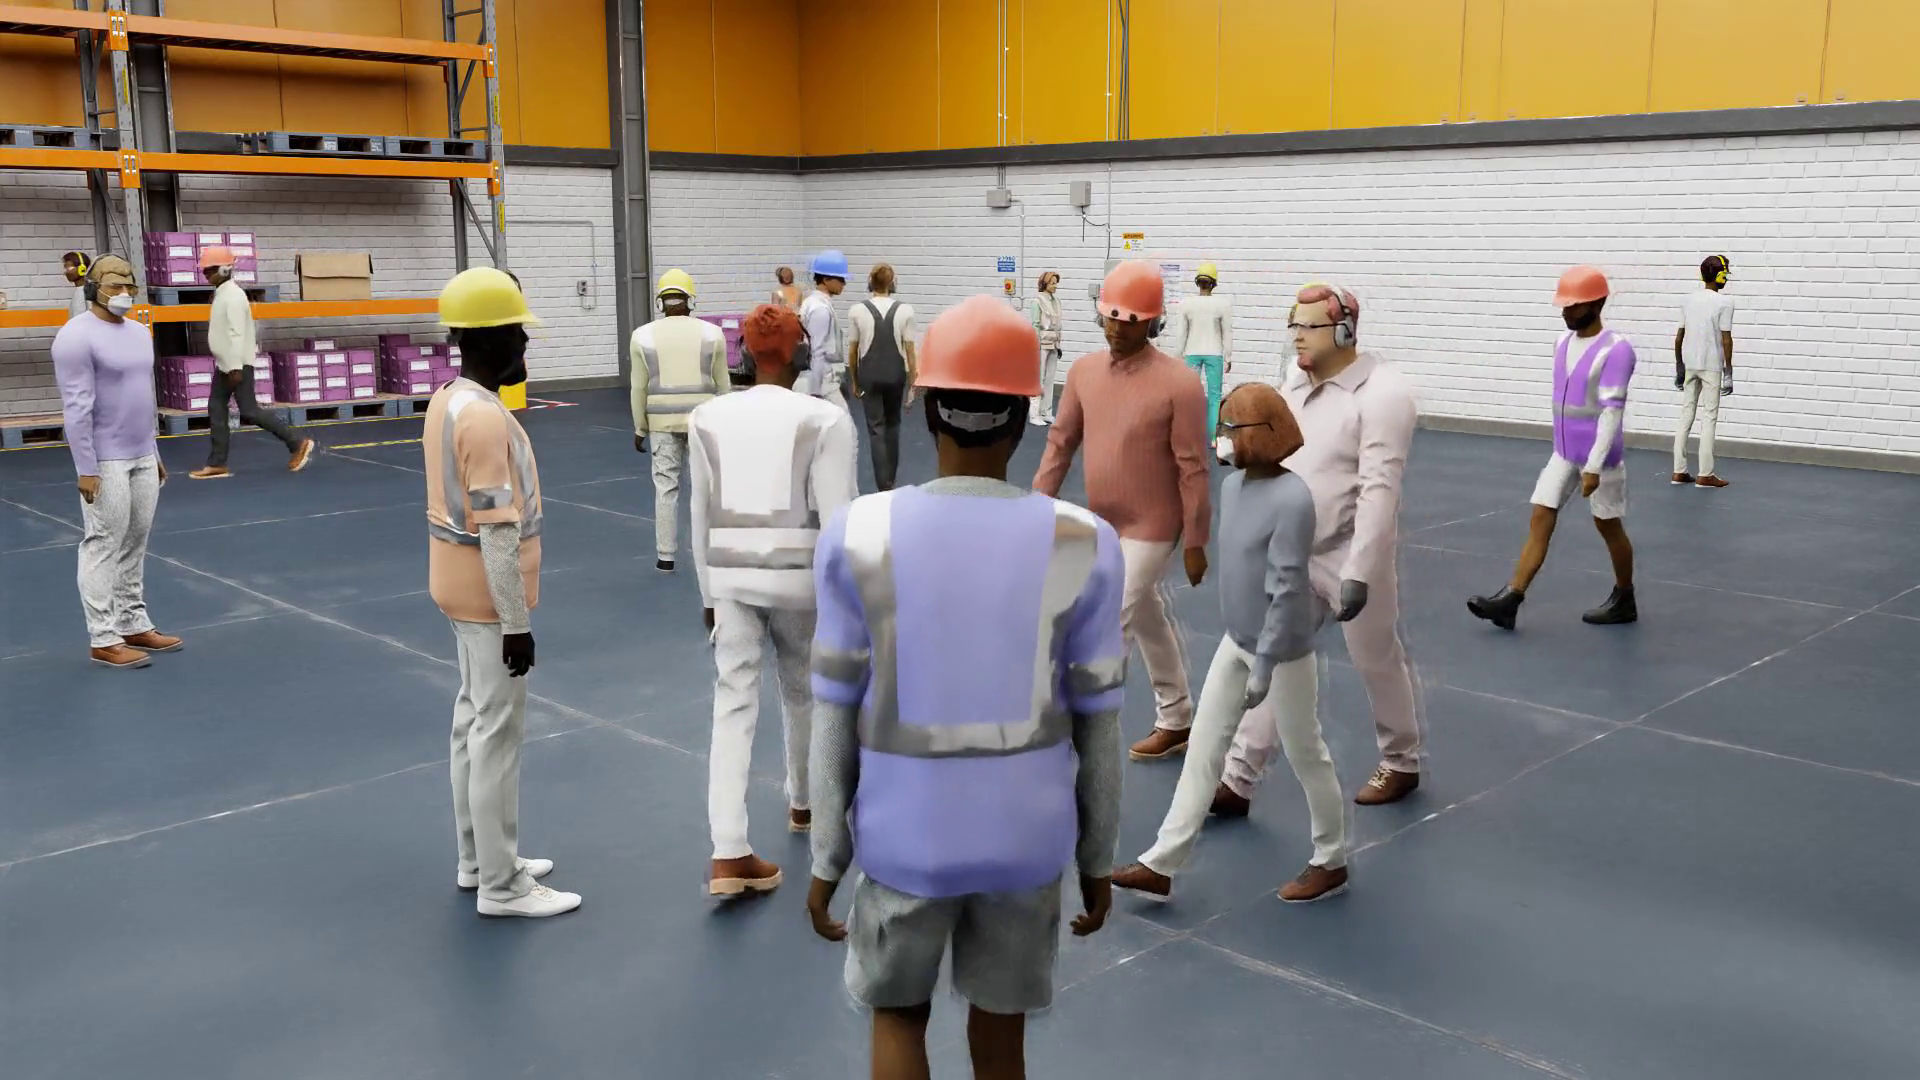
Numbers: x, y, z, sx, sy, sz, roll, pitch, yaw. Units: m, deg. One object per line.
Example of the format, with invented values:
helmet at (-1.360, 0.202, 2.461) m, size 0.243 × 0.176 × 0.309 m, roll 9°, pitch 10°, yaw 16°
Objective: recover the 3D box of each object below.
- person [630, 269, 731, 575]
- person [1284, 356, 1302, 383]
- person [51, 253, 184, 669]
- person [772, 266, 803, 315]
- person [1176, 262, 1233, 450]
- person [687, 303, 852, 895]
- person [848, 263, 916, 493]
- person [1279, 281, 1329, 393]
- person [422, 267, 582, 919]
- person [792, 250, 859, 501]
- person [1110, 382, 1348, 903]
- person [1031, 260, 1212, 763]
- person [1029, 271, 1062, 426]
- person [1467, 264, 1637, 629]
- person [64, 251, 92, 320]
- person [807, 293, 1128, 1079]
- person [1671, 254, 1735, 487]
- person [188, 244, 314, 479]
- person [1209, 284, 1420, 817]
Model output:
person at (-1.659, -0.693, 9.925) m, size 0.588 × 1.821 × 0.403 m, roll -2°, pitch 11°, yaw -10°
person at (1.899, -0.440, 9.078) m, size 0.397 × 1.626 × 0.543 m, roll -3°, pitch 11°, yaw -16°
person at (-3.981, -0.374, 7.871) m, size 0.372 × 1.936 × 0.629 m, roll 1°, pitch 10°, yaw 5°
person at (-2.246, -2.740, 21.679) m, size 0.520 × 1.651 × 0.490 m, roll -10°, pitch 14°, yaw -44°
person at (2.317, -1.738, 15.771) m, size 0.534 × 1.767 × 0.318 m, roll 3°, pitch 11°, yaw 14°
person at (-0.612, 0.168, 5.292) m, size 0.570 × 1.824 × 1.009 m, roll 2°, pitch 11°, yaw 9°
person at (-0.604, -1.186, 12.636) m, size 0.494 × 1.803 × 0.833 m, roll -2°, pitch 11°, yaw -11°
person at (2.149, -0.723, 10.296) m, size 0.324 × 1.742 × 0.492 m, roll -3°, pitch 11°, yaw -16°
person at (-1.387, 0.163, 4.959) m, size 0.359 × 1.930 × 0.588 m, roll -5°, pitch 12°, yaw -27°
person at (-0.895, -1.091, 11.850) m, size 0.801 × 1.910 × 0.625 m, roll -3°, pitch 11°, yaw -16°
person at (0.835, 0.335, 4.926) m, size 0.838 × 1.586 × 0.519 m, roll -4°, pitch 11°, yaw -20°
person at (0.558, -0.047, 6.086) m, size 1.074 × 1.914 × 0.626 m, roll -7°, pitch 13°, yaw -35°
person at (0.924, -2.044, 17.786) m, size 0.312 × 1.639 × 0.520 m, roll 7°, pitch 13°, yaw 34°
person at (3.124, -0.450, 8.454) m, size 1.033 × 1.867 × 0.561 m, roll -4°, pitch 11°, yaw -21°
person at (-8.239, -1.770, 15.662) m, size 0.328 × 1.873 × 0.512 m, roll -9°, pitch 14°, yaw -42°
person at (0.013, 0.535, 2.939) m, size 0.574 × 1.921 × 0.538 m, roll 0°, pitch 10°, yaw -2°
person at (6.013, -1.361, 13.437) m, size 0.311 × 1.869 × 0.530 m, roll -6°, pitch 12°, yaw -28°
person at (-5.992, -1.494, 13.941) m, size 0.917 × 1.961 × 0.621 m, roll -7°, pitch 13°, yaw -35°
person at (1.261, 0.056, 5.742) m, size 1.004 × 1.853 × 0.658 m, roll -6°, pitch 12°, yaw -31°
